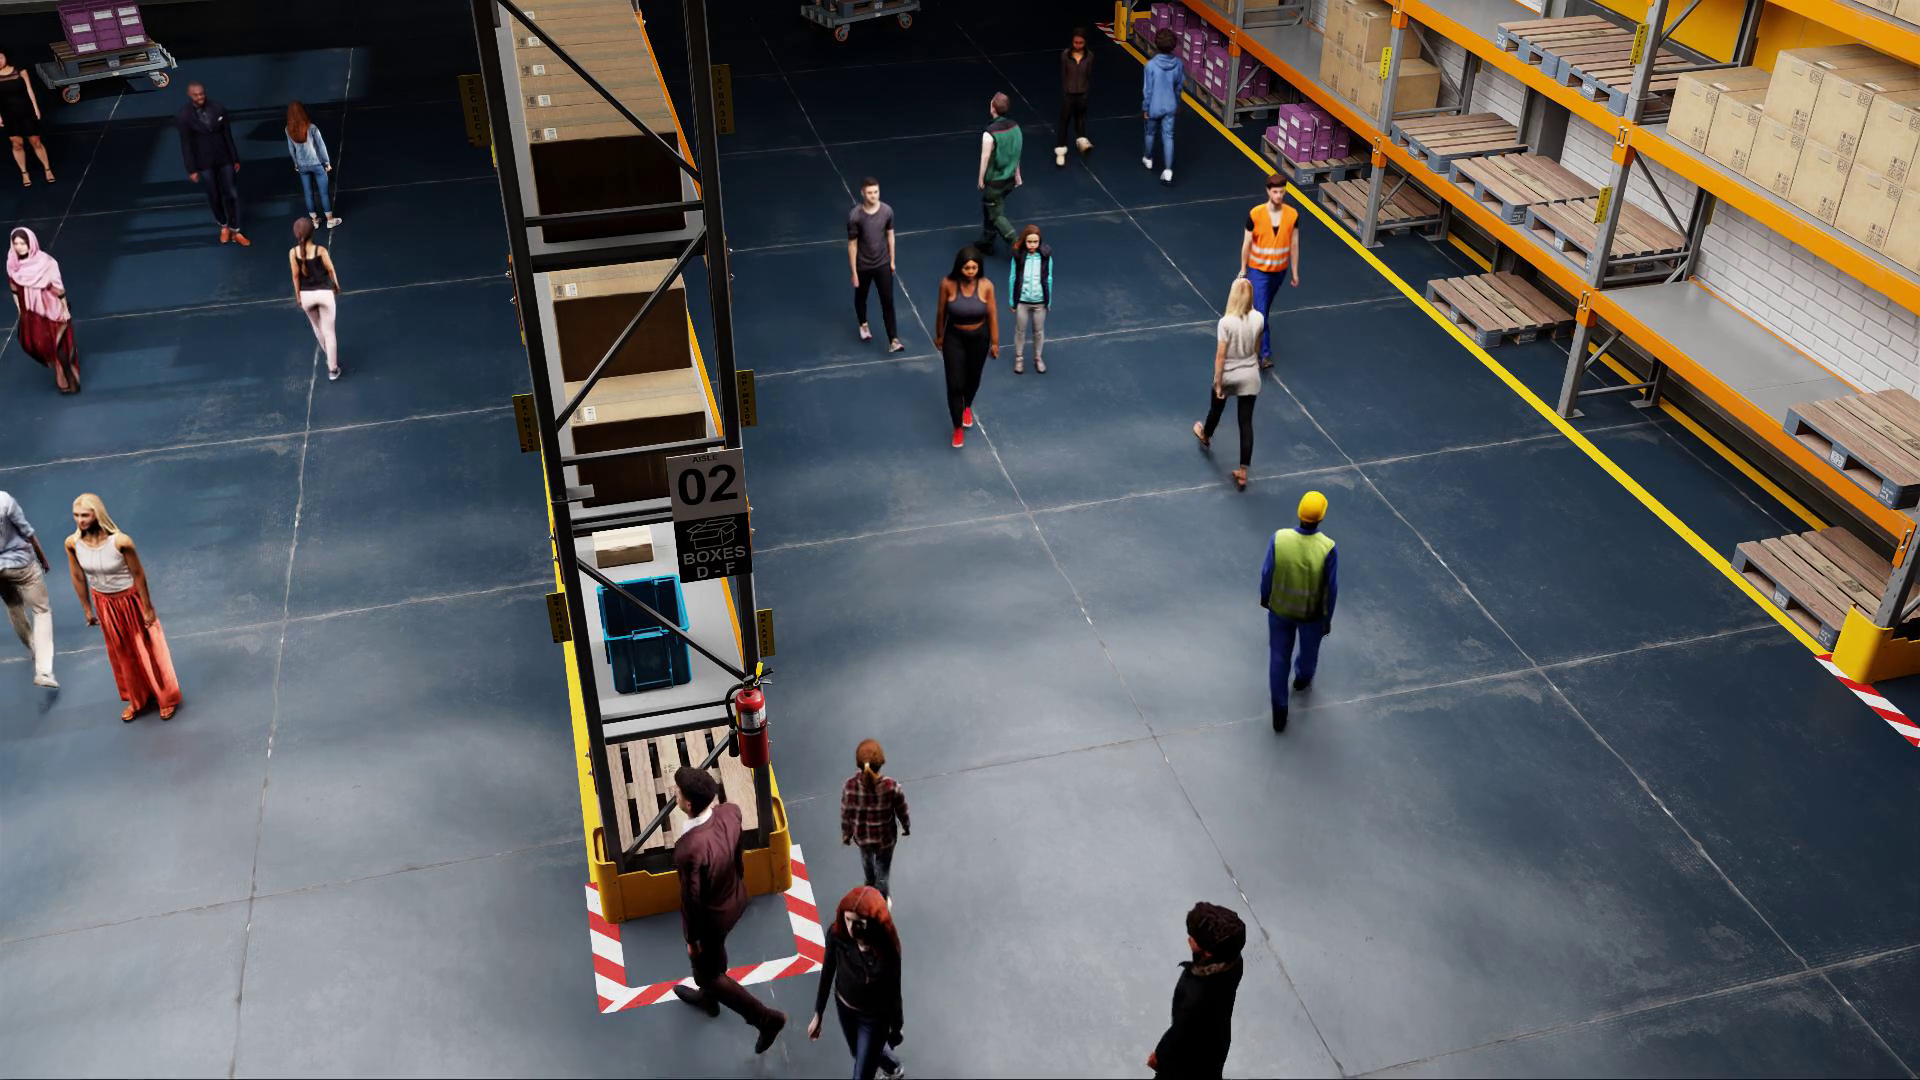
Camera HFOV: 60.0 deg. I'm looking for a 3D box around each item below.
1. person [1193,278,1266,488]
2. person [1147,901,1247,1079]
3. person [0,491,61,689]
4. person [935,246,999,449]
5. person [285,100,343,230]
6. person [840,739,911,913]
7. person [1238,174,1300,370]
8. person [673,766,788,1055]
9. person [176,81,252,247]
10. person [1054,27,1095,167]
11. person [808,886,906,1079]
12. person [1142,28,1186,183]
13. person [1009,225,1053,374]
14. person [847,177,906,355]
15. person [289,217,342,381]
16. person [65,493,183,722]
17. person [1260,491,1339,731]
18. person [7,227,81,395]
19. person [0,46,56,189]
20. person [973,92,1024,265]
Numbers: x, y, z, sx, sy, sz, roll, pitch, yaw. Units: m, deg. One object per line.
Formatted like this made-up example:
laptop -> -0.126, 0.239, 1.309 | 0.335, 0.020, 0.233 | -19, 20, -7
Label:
person -> 2.375, -1.289, 13.988 | 0.639, 1.777, 1.165 | -7, 34, -10
person -> 1.274, 2.550, 8.254 | 1.123, 1.732, 1.145 | 14, 36, 19
person -> -6.670, 0.241, 11.642 | 0.728, 1.827, 1.091 | -4, 34, -7
person -> 0.045, -1.802, 14.754 | 0.810, 1.784, 1.025 | -3, 34, -4
person -> -7.289, -4.216, 18.663 | 0.615, 1.477, 0.592 | 1, 34, 1
person -> -0.518, 1.768, 9.829 | 0.678, 1.291, 0.768 | 4, 34, 6
person -> 2.933, -2.630, 15.947 | 0.811, 1.844, 1.190 | -4, 34, -6
person -> -1.281, 2.002, 8.977 | 1.149, 1.845, 1.127 | 14, 36, 20
person -> -8.195, -4.147, 18.261 | 0.871, 1.807, 0.891 | -19, 38, -27
person -> 1.404, -5.373, 20.240 | 0.810, 1.658, 0.704 | -8, 34, -12
person -> -0.462, 2.379, 8.481 | 1.008, 1.765, 1.030 | 20, 38, 27
person -> 2.422, -5.124, 19.759 | 0.802, 1.776, 1.208 | -4, 34, -6
person -> 0.669, -2.287, 15.744 | 0.617, 1.497, 0.636 | -1, 34, -2
person -> -0.886, -2.699, 16.163 | 0.693, 1.719, 1.120 | -11, 35, -16
person -> -6.050, -2.235, 15.632 | 0.595, 1.533, 0.923 | -5, 34, -7
person -> -5.716, 0.451, 11.349 | 0.677, 1.801, 0.659 | -1, 34, -1
person -> 2.271, 0.508, 11.270 | 1.002, 1.794, 1.137 | 10, 35, 15
person -> -8.489, -2.171, 15.442 | 0.758, 1.637, 0.775 | -2, 34, -3
person -> -11.135, -5.015, 19.653 | 0.700, 1.712, 0.686 | -17, 37, -24
person -> 0.462, -3.828, 17.778 | 1.197, 1.811, 1.016 | 28, 43, 35
